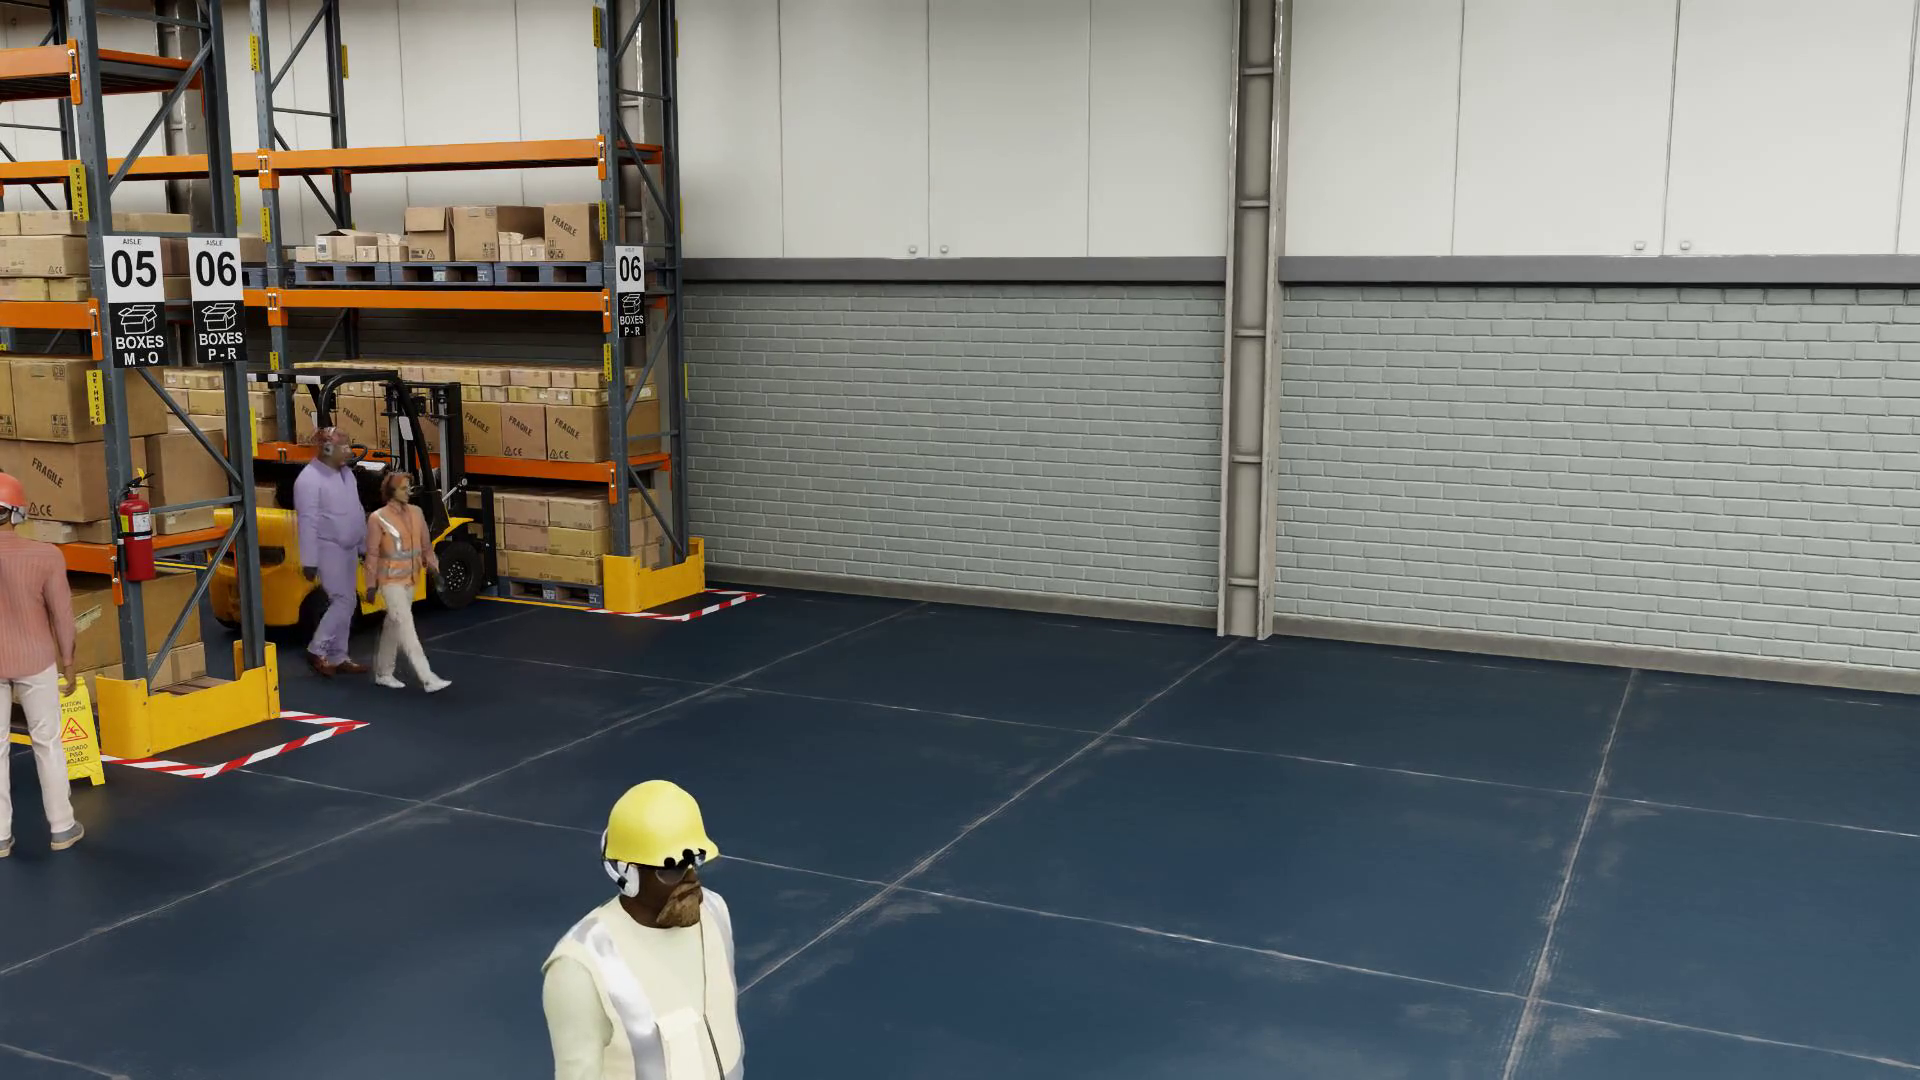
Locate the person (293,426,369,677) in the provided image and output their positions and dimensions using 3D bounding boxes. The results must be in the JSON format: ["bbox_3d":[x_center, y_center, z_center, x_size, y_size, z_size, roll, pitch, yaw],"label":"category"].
[{"bbox_3d":[-4.623,0.093,12.361,0.423,1.880,0.644,1,9,6],"label":"person"}]

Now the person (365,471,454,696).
[{"bbox_3d":[-3.909,0.312,11.856,0.848,1.598,0.535,3,10,19],"label":"person"}]

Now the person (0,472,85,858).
[{"bbox_3d":[-4.912,0.644,8.617,0.612,1.994,0.395,-4,10,-21],"label":"person"}]

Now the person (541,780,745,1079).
[{"bbox_3d":[-0.724,1.470,4.043,0.404,1.835,0.587,5,11,30],"label":"person"}]
